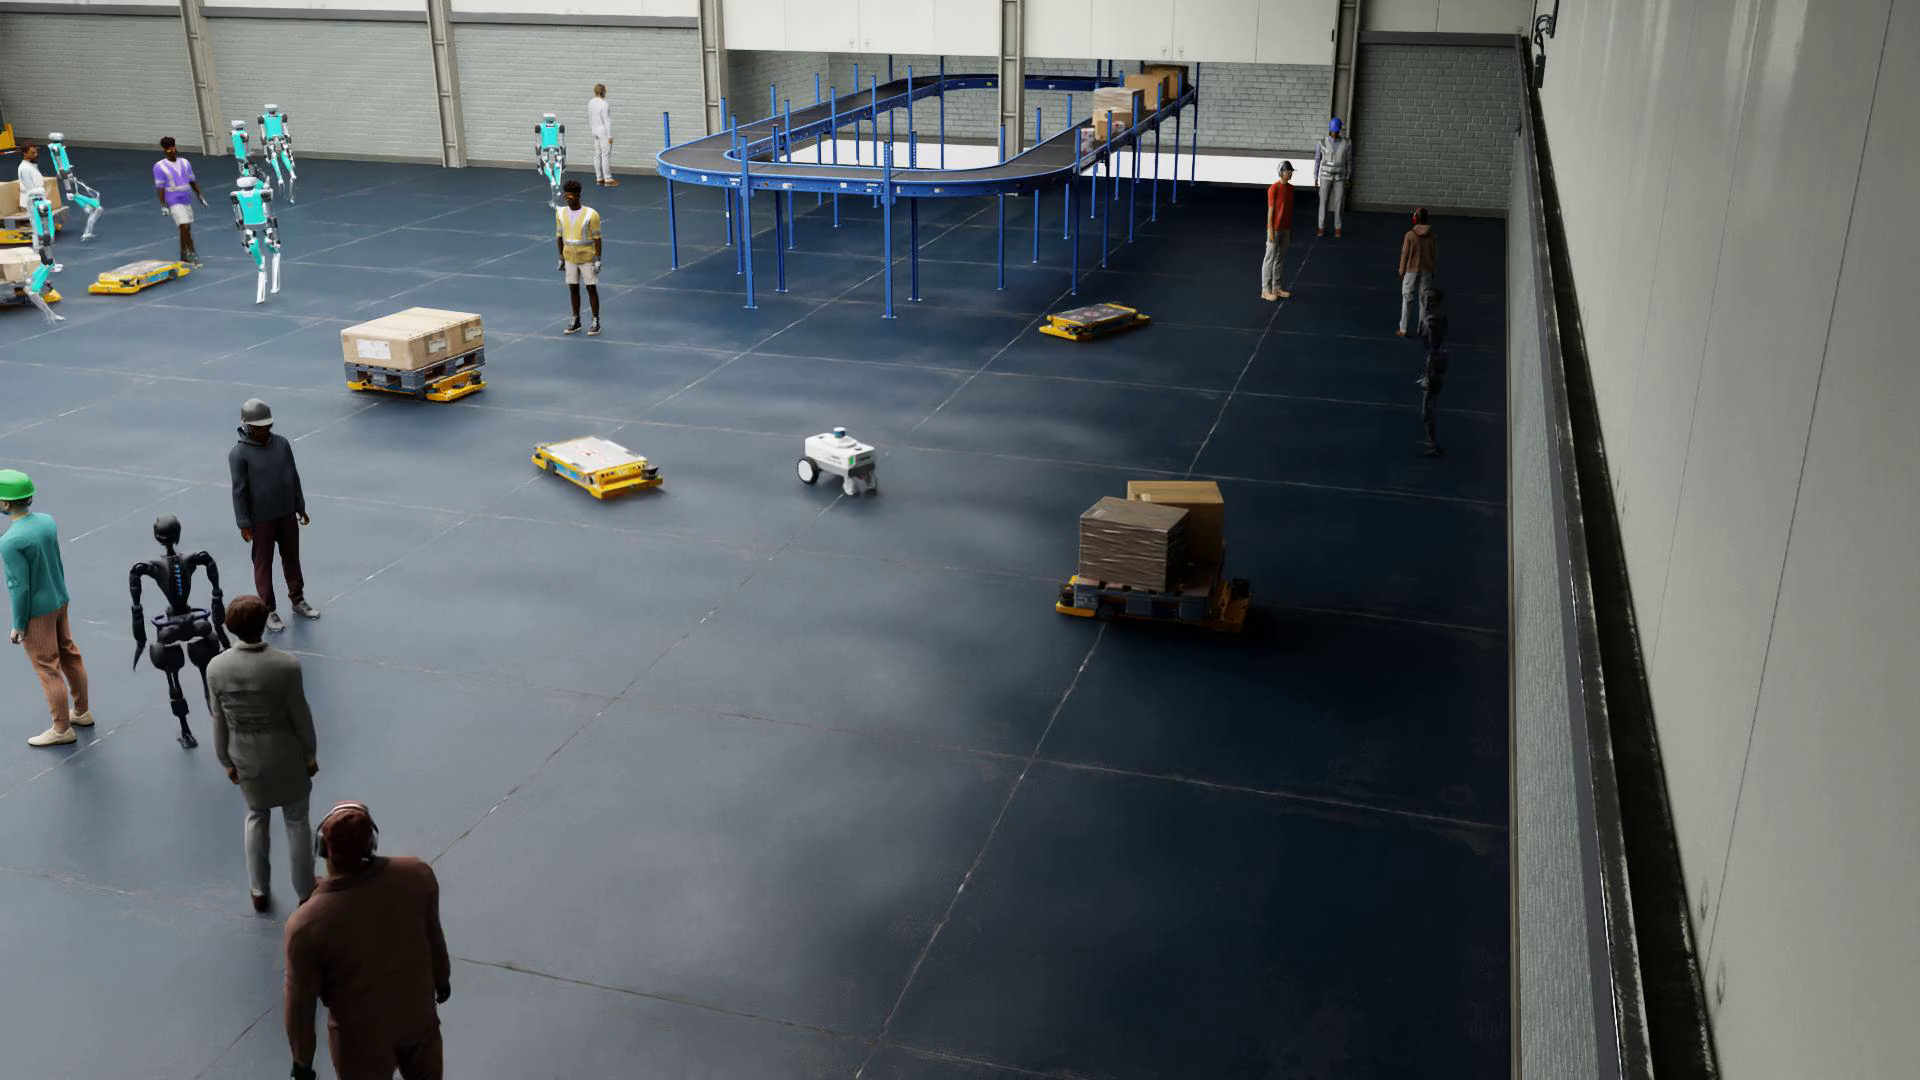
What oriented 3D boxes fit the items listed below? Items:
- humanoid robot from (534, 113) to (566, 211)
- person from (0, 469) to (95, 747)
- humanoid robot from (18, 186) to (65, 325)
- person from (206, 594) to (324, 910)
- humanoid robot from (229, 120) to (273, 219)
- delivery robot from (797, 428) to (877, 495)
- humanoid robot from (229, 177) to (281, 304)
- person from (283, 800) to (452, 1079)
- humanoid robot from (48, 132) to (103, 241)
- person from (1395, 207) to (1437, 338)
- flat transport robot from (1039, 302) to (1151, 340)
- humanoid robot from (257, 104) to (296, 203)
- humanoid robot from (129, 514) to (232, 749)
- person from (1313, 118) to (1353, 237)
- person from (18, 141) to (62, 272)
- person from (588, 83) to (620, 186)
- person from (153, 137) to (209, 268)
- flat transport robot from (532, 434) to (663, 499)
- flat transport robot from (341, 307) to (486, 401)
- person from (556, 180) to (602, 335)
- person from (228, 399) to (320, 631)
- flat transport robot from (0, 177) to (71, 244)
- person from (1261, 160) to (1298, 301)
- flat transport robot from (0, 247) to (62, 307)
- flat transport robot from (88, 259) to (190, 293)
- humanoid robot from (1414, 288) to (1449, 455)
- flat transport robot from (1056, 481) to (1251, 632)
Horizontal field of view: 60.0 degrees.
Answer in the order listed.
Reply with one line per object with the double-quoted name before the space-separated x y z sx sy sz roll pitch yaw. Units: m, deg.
"humanoid robot" -7.136 -6.586 29.266 0.564 1.750 1.024 -10 23 -24
"person" -5.989 0.437 10.814 0.350 1.874 0.512 1 21 3
"humanoid robot" -12.070 -3.664 21.676 0.648 1.824 0.534 -11 24 -27
"person" -3.743 1.161 9.016 0.513 1.821 0.366 0 21 0
"humanoid robot" -12.010 -6.276 28.425 0.549 1.792 0.764 19 28 41
"delivery robot" -1.140 -0.780 15.768 0.746 0.570 0.499 20 28 41
"humanoid robot" -9.580 -4.127 22.854 0.551 1.771 0.898 -3 21 -7
"person" -2.399 1.960 6.852 0.438 1.890 0.726 19 28 41
"humanoid robot" -14.210 -5.695 26.894 0.717 1.782 0.534 -9 23 -21
"person" 5.771 -3.360 20.977 0.463 1.648 0.326 -1 21 -2
"flat transport robot" 1.757 -2.830 21.517 1.431 0.231 0.659 -19 28 -40
"humanoid robot" -12.383 -7.014 30.374 0.532 1.791 0.798 -16 26 -35
"humanoid robot" -4.973 0.628 10.627 0.597 1.637 0.656 -17 27 -37
"person" 6.120 -5.958 27.328 0.615 1.933 0.416 1 21 4
"person" -13.755 -4.960 24.757 0.399 1.915 0.589 -8 22 -19
"person" -6.919 -7.841 32.197 0.373 1.939 0.627 -19 28 -40
"person" -11.716 -5.096 25.075 0.593 1.941 0.650 8 23 20
"flat transport robot" -3.515 -0.720 16.044 0.659 0.231 1.431 -17 27 -36
"flat transport robot" -6.164 -1.812 18.878 1.431 0.231 0.659 9 23 22
"person" -4.829 -3.586 21.123 0.607 1.964 0.368 6 22 15
"person" -5.206 -0.206 12.579 0.380 1.806 0.548 15 26 34
"flat transport robot" -15.396 -5.082 27.358 0.659 0.231 1.431 -3 21 -8
"person" 4.449 -4.288 23.019 0.474 1.912 0.396 -17 27 -37
"flat transport robot" -13.159 -3.317 22.780 1.431 0.231 0.659 -15 26 -34
"flat transport robot" -11.880 -3.820 24.085 0.659 0.231 1.431 3 21 9
"humanoid robot" 4.730 -1.694 16.611 0.381 1.639 0.611 7 22 17
"flat transport robot" 1.517 0.452 13.005 1.431 0.231 0.659 6 22 15
